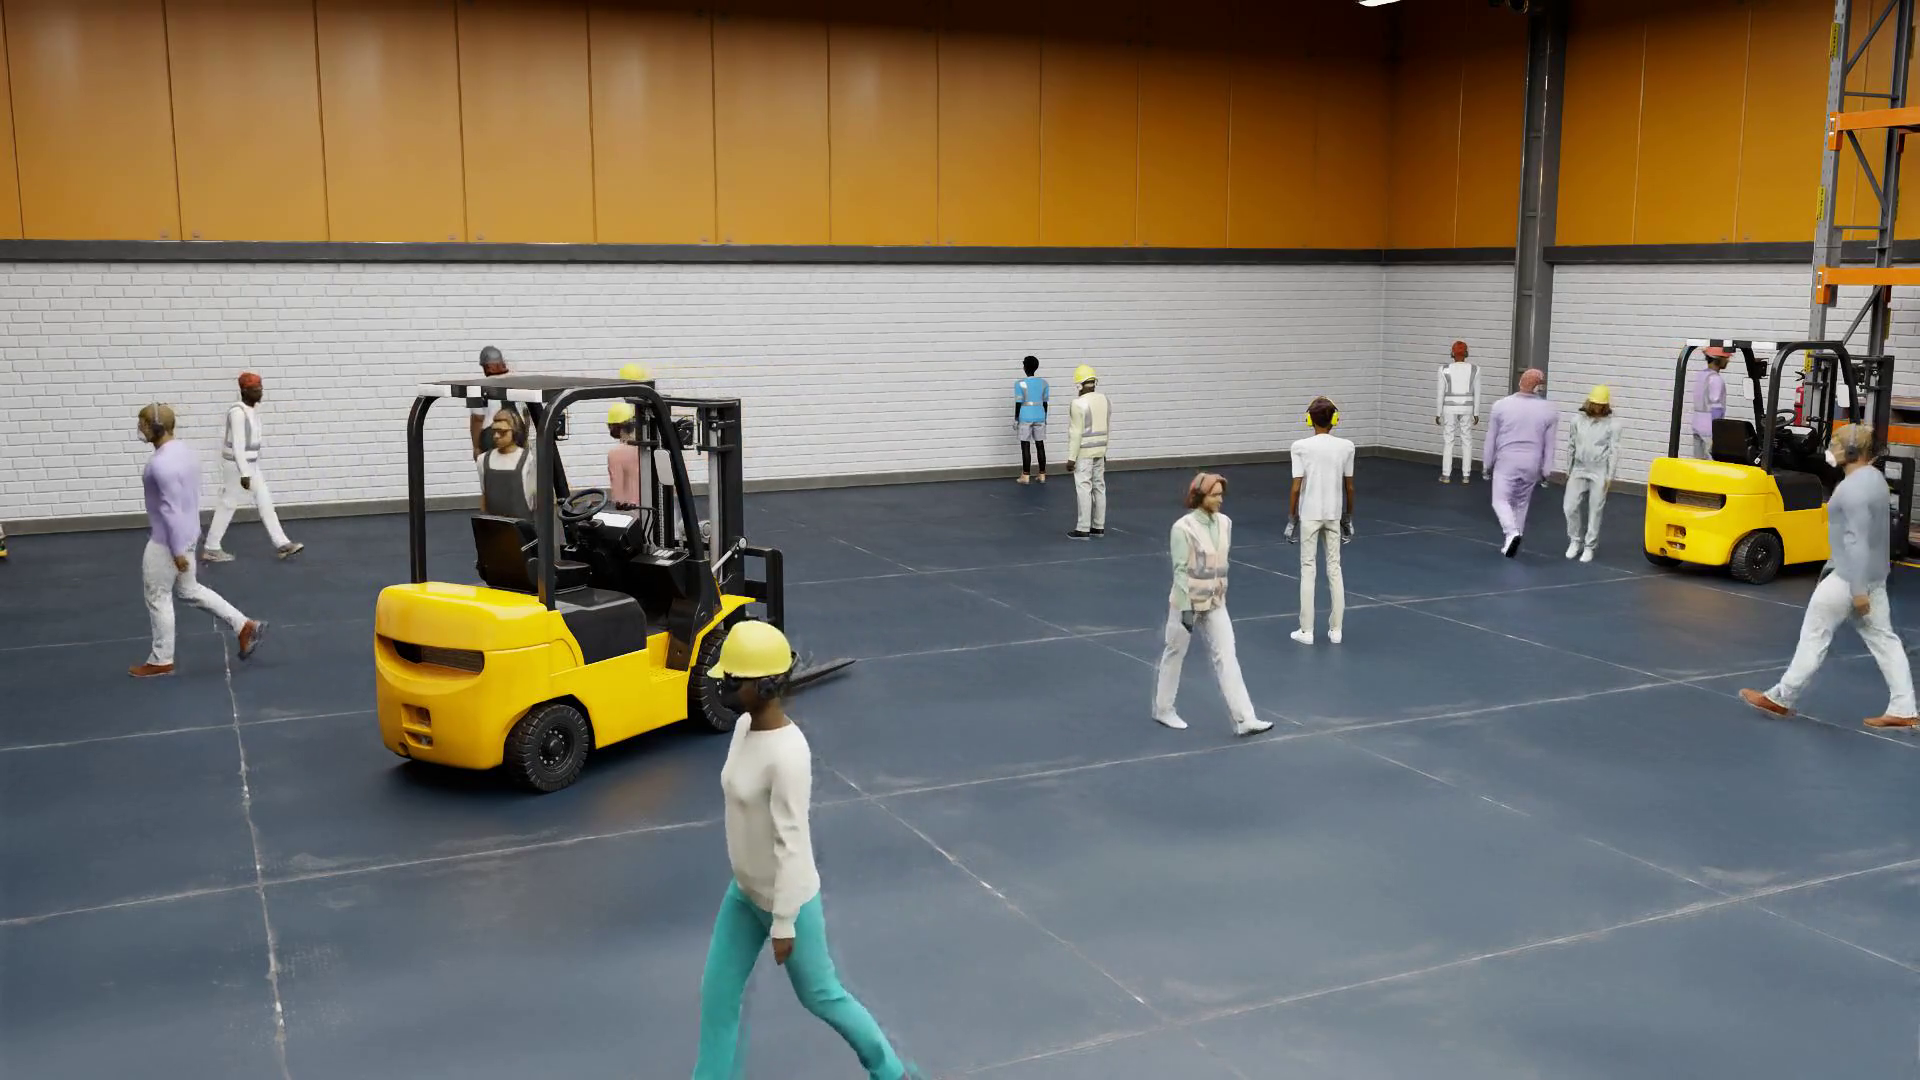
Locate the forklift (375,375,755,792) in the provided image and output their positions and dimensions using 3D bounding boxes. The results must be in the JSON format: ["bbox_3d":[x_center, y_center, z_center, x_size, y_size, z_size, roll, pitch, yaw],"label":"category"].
[{"bbox_3d":[-2.268,0.149,9.685,1.214,2.155,2.313,6,11,32],"label":"forklift"}]

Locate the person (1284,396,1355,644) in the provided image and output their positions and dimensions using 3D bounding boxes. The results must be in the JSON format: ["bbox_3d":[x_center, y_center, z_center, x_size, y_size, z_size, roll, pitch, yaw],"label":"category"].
[{"bbox_3d":[2.708,-0.144,12.529,0.535,1.863,0.312,-1,9,-6],"label":"person"}]

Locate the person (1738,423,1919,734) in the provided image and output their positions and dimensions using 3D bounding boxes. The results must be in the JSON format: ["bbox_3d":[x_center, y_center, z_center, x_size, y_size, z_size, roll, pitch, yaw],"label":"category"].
[{"bbox_3d":[5.421,0.226,10.176,1.010,1.888,0.642,8,12,41],"label":"person"}]

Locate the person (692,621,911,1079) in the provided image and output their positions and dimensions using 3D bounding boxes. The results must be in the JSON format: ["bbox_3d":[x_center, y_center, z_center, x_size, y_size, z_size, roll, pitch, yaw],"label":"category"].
[{"bbox_3d":[-0.566,1.094,5.272,0.905,1.726,0.530,-5,10,-27],"label":"person"}]

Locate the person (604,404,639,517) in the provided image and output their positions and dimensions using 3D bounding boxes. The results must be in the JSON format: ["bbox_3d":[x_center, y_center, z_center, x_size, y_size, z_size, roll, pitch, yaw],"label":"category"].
[{"bbox_3d":[-2.742,-0.228,13.433,0.786,1.737,0.525,5,10,29],"label":"person"}]

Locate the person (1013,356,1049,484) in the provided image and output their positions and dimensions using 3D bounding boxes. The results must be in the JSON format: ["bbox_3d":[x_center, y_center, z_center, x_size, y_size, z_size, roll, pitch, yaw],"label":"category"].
[{"bbox_3d":[0.935,-1.583,21.966,0.539,1.695,0.319,-5,10,-29],"label":"person"}]

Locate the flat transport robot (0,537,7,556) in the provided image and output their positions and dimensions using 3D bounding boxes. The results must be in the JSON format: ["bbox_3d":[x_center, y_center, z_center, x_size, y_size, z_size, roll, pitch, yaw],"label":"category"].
[{"bbox_3d":[-9.895,0.002,16.548,0.652,0.197,1.431,-6,11,-31],"label":"flat transport robot"}]

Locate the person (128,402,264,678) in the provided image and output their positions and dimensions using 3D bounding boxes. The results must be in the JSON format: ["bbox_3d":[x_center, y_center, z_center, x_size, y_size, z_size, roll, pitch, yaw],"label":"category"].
[{"bbox_3d":[-5.346,-0.002,11.491,0.802,1.921,0.627,-2,9,-11],"label":"person"}]

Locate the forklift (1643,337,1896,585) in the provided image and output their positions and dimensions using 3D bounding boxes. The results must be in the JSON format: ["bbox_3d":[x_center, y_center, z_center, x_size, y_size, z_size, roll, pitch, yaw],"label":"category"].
[{"bbox_3d":[7.551,-0.789,15.507,2.313,2.155,1.214,-4,10,-25],"label":"forklift"}]

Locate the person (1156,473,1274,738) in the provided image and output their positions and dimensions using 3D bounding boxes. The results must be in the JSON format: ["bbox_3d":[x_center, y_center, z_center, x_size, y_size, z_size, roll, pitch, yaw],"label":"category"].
[{"bbox_3d":[1.490,0.400,9.954,0.543,1.589,0.844,-7,12,-38],"label":"person"}]

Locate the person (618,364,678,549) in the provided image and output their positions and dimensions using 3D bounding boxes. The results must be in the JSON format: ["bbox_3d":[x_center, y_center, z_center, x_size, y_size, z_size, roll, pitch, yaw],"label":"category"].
[{"bbox_3d":[-3.262,-0.791,16.494,0.953,1.883,0.613,-2,9,-11],"label":"person"}]

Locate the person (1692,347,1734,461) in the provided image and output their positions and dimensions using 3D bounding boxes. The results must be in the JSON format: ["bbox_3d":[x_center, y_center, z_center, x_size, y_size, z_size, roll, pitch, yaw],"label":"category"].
[{"bbox_3d":[8.477,-1.240,18.772,0.385,2.043,0.609,0,9,3],"label":"person"}]

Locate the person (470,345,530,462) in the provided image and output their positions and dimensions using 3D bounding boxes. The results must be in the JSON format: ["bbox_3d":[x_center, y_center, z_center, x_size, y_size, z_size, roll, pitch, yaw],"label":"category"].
[{"bbox_3d":[-4.939,-1.072,17.734,0.538,2.000,0.706,9,13,43],"label":"person"}]

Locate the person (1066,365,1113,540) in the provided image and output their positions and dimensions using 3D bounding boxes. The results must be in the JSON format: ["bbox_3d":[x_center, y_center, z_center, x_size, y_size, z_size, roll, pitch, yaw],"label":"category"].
[{"bbox_3d":[1.327,-0.910,17.406,0.403,1.823,0.586,9,13,44],"label":"person"}]

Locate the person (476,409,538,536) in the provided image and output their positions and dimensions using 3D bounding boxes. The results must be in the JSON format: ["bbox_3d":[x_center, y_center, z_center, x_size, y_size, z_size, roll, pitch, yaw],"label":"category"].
[{"bbox_3d":[-3.247,-0.060,12.162,0.515,1.822,0.843,2,9,10],"label":"person"}]

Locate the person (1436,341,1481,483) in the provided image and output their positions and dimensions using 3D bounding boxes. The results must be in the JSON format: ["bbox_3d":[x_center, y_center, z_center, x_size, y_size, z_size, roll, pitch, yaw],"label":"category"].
[{"bbox_3d":[6.607,-1.694,22.073,0.574,1.887,0.356,1,9,7],"label":"person"}]

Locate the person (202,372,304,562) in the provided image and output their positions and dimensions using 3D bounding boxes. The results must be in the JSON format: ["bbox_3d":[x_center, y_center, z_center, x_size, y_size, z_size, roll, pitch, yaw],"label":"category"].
[{"bbox_3d":[-6.869,-0.695,16.012,1.003,1.829,0.612,0,9,0],"label":"person"}]

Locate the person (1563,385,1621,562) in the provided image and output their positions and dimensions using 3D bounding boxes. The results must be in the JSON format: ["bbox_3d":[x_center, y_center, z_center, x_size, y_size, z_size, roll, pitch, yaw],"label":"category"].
[{"bbox_3d":[6.071,-0.635,15.999,0.496,1.716,0.388,7,12,37],"label":"person"}]

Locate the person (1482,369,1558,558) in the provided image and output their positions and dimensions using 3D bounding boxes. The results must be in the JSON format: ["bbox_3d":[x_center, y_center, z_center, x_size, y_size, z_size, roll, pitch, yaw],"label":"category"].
[{"bbox_3d":[5.419,-0.728,16.137,0.661,1.865,0.715,1,9,4],"label":"person"}]
